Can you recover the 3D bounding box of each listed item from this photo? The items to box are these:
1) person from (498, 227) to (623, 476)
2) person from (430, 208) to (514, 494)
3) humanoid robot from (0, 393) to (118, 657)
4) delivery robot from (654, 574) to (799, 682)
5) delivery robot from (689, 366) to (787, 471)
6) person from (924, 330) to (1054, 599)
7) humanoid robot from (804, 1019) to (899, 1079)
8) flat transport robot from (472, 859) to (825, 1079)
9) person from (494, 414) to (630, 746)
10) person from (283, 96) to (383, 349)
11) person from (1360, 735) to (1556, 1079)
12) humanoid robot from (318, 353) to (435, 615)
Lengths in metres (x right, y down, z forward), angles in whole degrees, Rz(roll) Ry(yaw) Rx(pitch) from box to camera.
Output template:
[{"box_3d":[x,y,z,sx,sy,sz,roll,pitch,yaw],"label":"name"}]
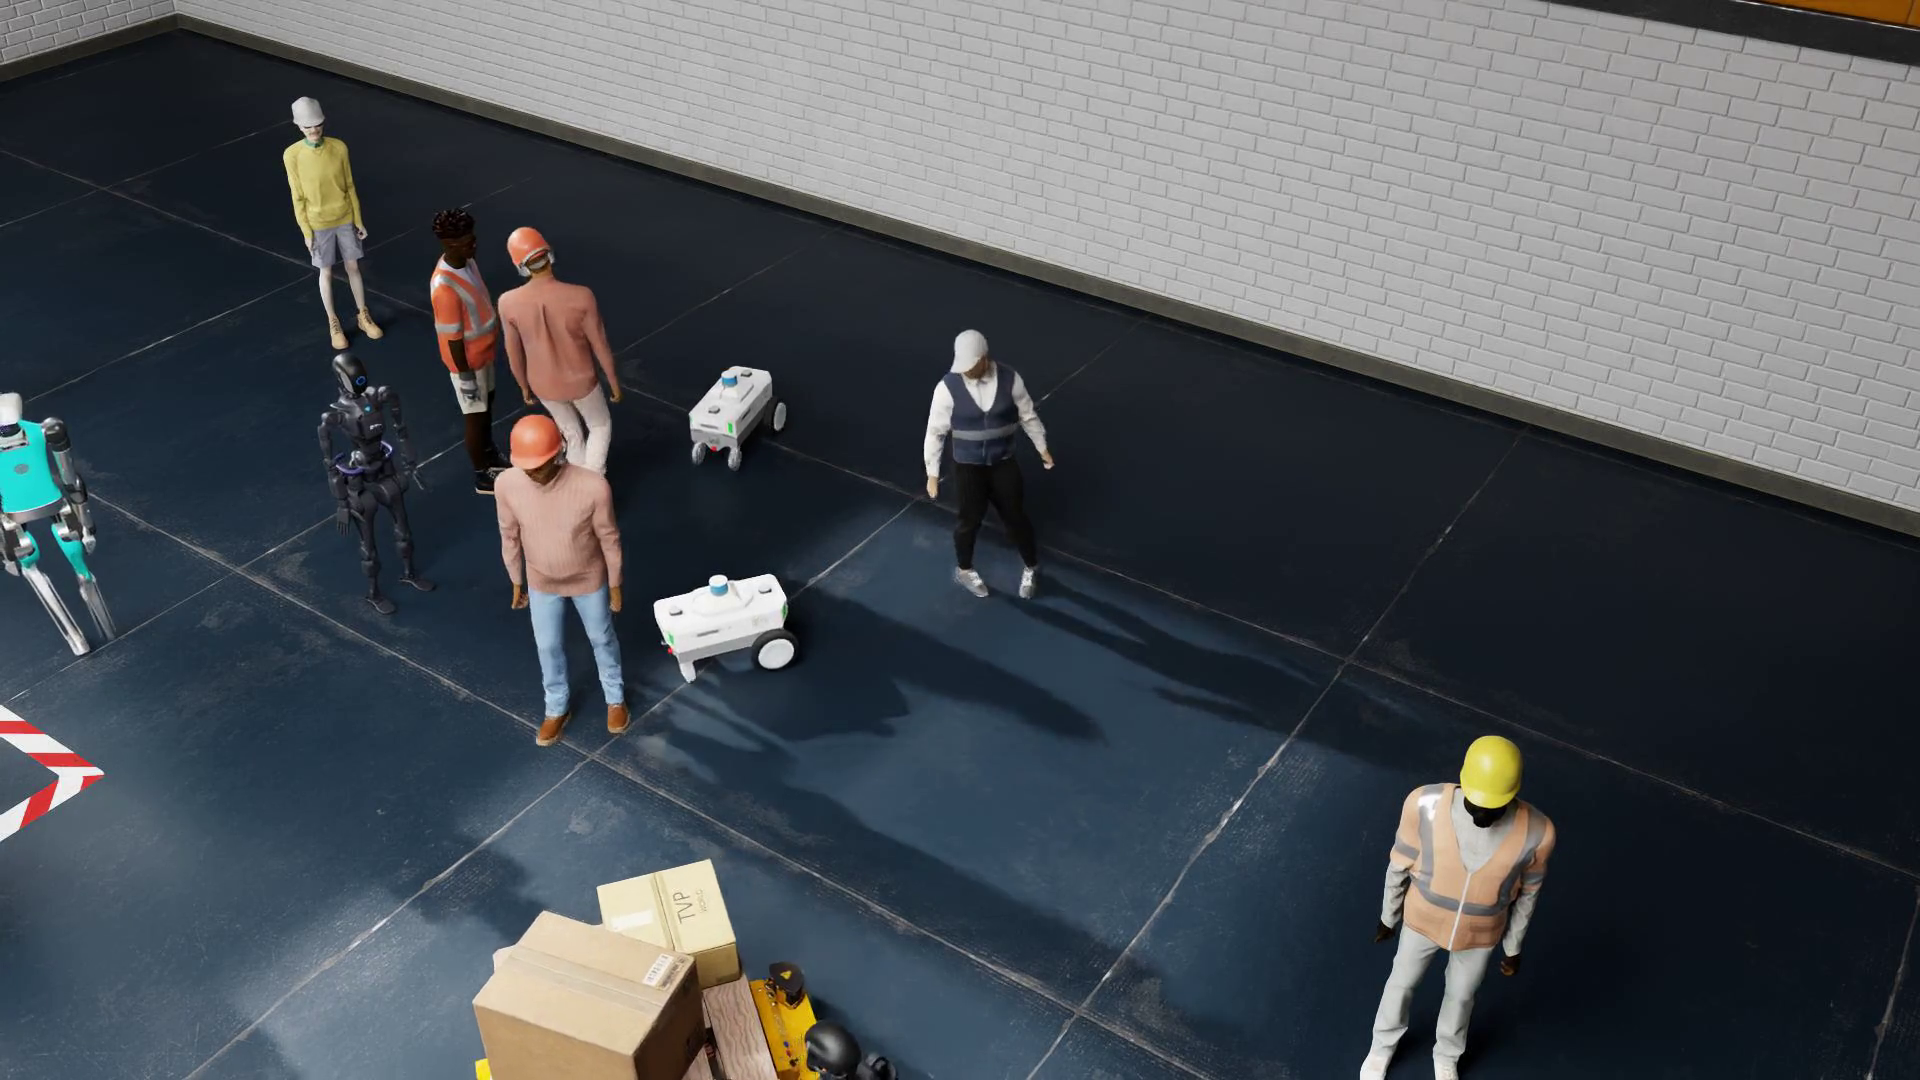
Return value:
[{"box_3d":[-2.416,-0.953,10.157,0.660,1.951,0.599,1,35,2],"label":"person"},{"box_3d":[-3.068,-1.174,10.475,0.378,1.961,0.604,-2,35,-3],"label":"person"},{"box_3d":[-5.045,-0.049,9.141,0.537,1.877,0.737,-22,41,-28],"label":"humanoid robot"},{"box_3d":[-1.301,0.466,9.365,0.786,0.614,0.499,-14,37,-19],"label":"delivery robot"},{"box_3d":[-1.534,-0.874,11.260,0.499,0.591,0.781,11,36,15],"label":"delivery robot"},{"box_3d":[0.162,-0.458,9.648,0.767,1.721,0.481,-8,36,-11],"label":"person"},{"box_3d":[-0.417,2.293,5.761,0.535,1.643,0.602,28,43,33],"label":"humanoid robot"},{"box_3d":[-1.292,2.255,7.041,1.431,0.231,0.659,-11,37,-16],"label":"flat transport robot"},{"box_3d":[-2.011,0.208,8.482,0.616,1.980,0.482,1,35,2],"label":"person"},{"box_3d":[-4.615,-2.333,12.186,0.471,1.892,0.389,-23,41,-29],"label":"person"},{"box_3d":[1.973,1.524,6.640,0.585,1.928,0.366,10,36,14],"label":"person"},{"box_3d":[-3.344,-0.328,9.502,0.324,1.652,0.586,22,41,29],"label":"humanoid robot"}]
